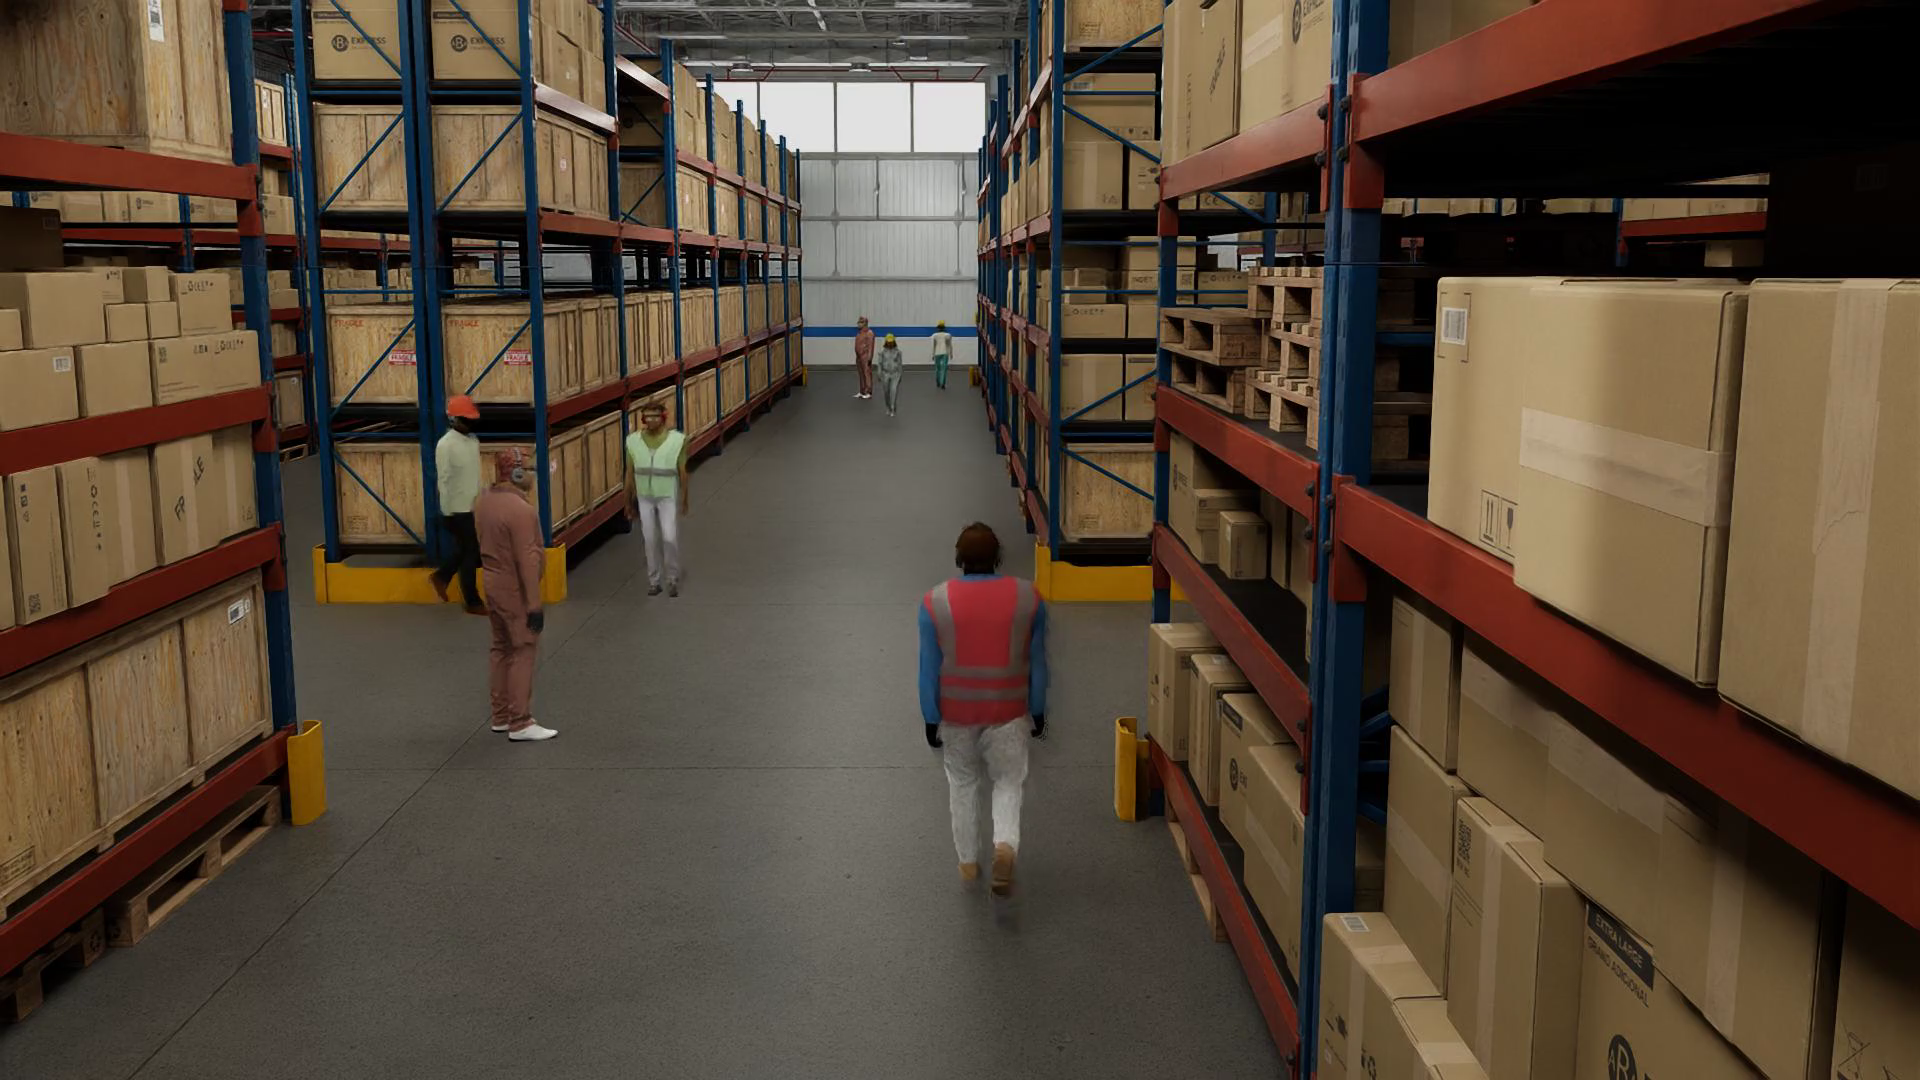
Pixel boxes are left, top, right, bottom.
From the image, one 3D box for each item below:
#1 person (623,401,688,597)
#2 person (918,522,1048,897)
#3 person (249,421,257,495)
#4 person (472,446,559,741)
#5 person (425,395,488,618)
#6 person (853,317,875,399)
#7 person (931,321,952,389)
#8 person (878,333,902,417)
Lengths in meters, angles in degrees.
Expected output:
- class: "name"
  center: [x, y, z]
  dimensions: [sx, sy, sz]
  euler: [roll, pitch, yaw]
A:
- class: "person"
  center: [-2.809, -0.367, 15.316]
  dimensions: [0.577, 1.825, 0.572]
  euler: [0, 9, 2]
- class: "person"
  center: [0.110, 0.823, 8.042]
  dimensions: [0.636, 1.827, 0.697]
  euler: [0, 9, -1]
- class: "person"
  center: [-9.564, -1.380, 22.172]
  dimensions: [0.557, 1.620, 0.413]
  euler: [2, 9, 13]
- class: "person"
  center: [-2.877, 0.339, 10.764]
  dimensions: [0.404, 1.909, 0.647]
  euler: [-8, 12, -39]
- class: "person"
  center: [-4.386, -0.288, 14.448]
  dimensions: [0.697, 1.960, 0.644]
  euler: [2, 10, 15]
- class: "person"
  center: [-2.270, -4.273, 39.028]
  dimensions: [0.406, 1.911, 0.636]
  euler: [-6, 11, -33]
- class: "person"
  center: [-0.468, -4.705, 42.266]
  dimensions: [0.526, 1.723, 0.913]
  euler: [1, 9, 4]
- class: "person"
  center: [-1.442, -3.419, 34.387]
  dimensions: [0.491, 1.716, 0.750]
  euler: [0, 9, -2]
